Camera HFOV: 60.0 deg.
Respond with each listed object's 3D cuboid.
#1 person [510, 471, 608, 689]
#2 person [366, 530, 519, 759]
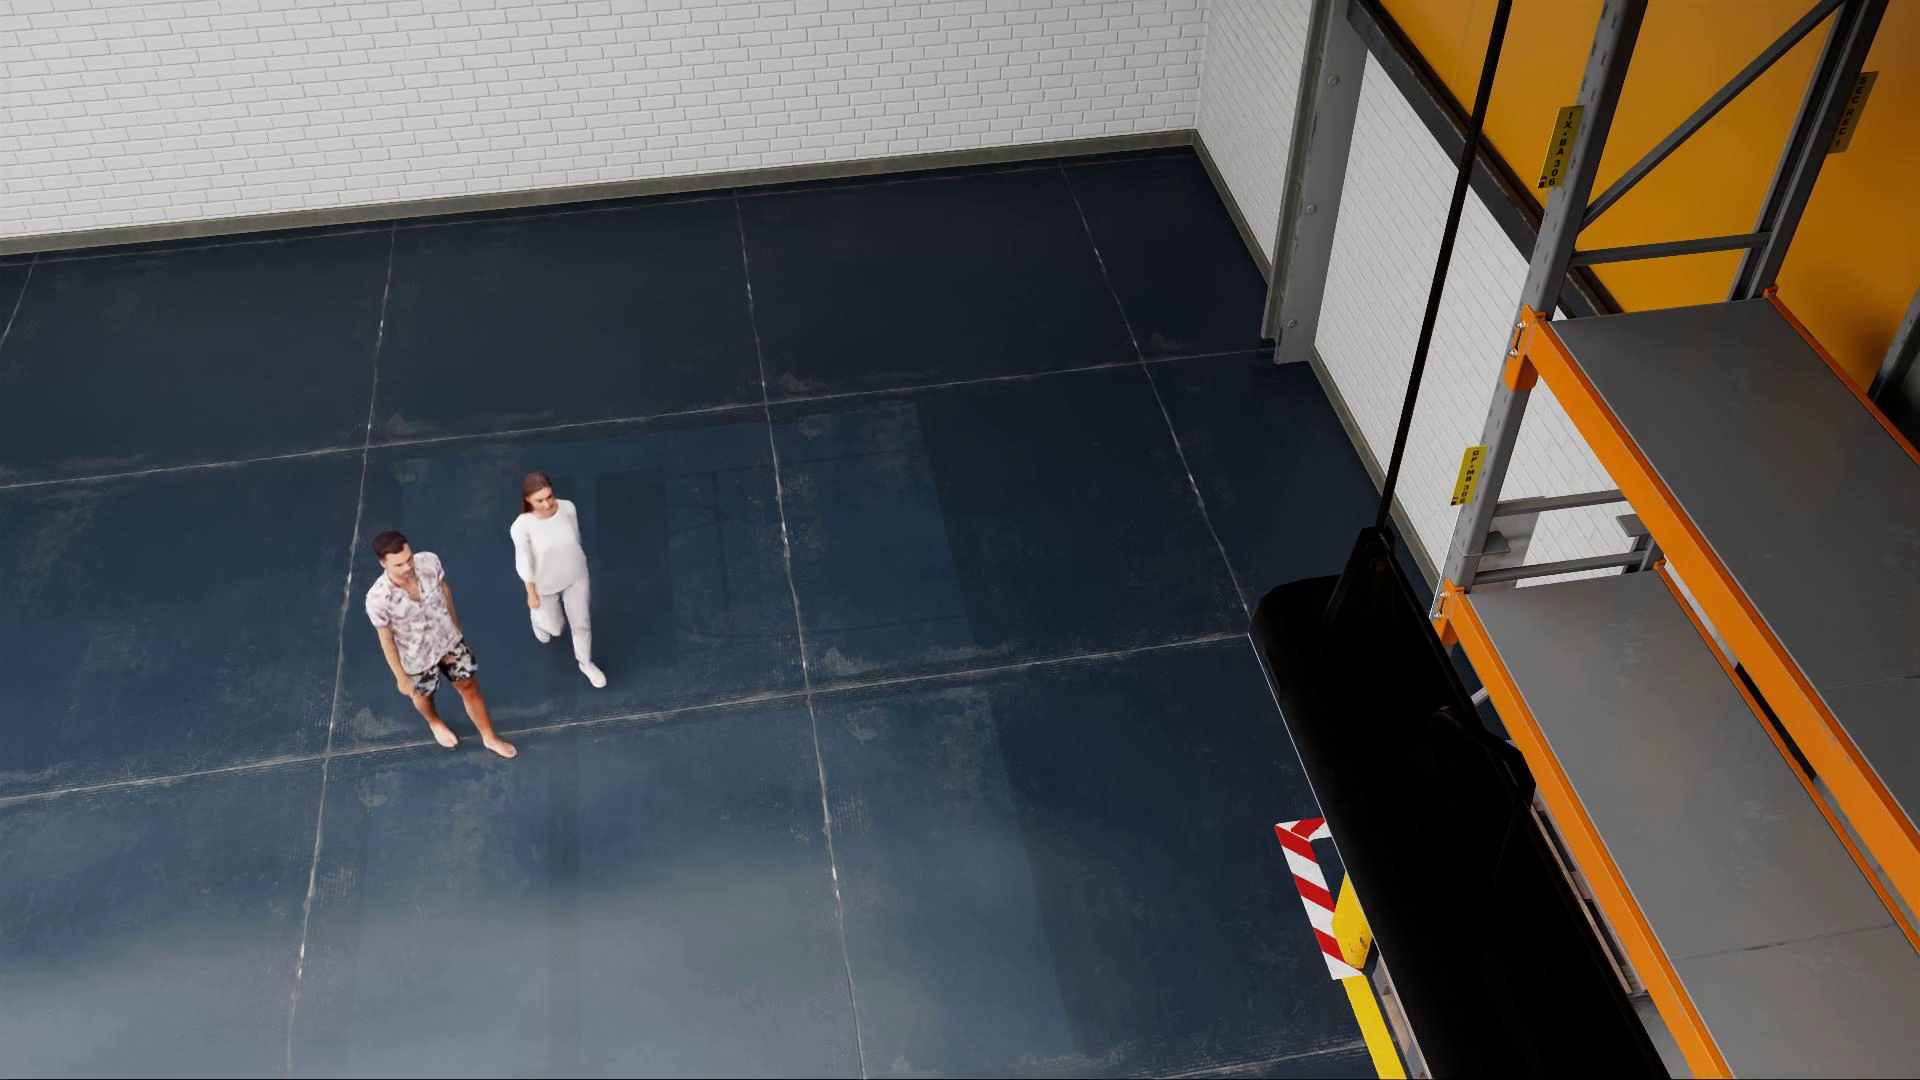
[{"bbox_3d":[-2.537,0.194,10.321,0.874,1.672,1.014,-31,52,-28],"label":"person"},{"bbox_3d":[-3.220,0.565,9.841,1.068,1.795,0.983,32,52,29],"label":"person"}]
